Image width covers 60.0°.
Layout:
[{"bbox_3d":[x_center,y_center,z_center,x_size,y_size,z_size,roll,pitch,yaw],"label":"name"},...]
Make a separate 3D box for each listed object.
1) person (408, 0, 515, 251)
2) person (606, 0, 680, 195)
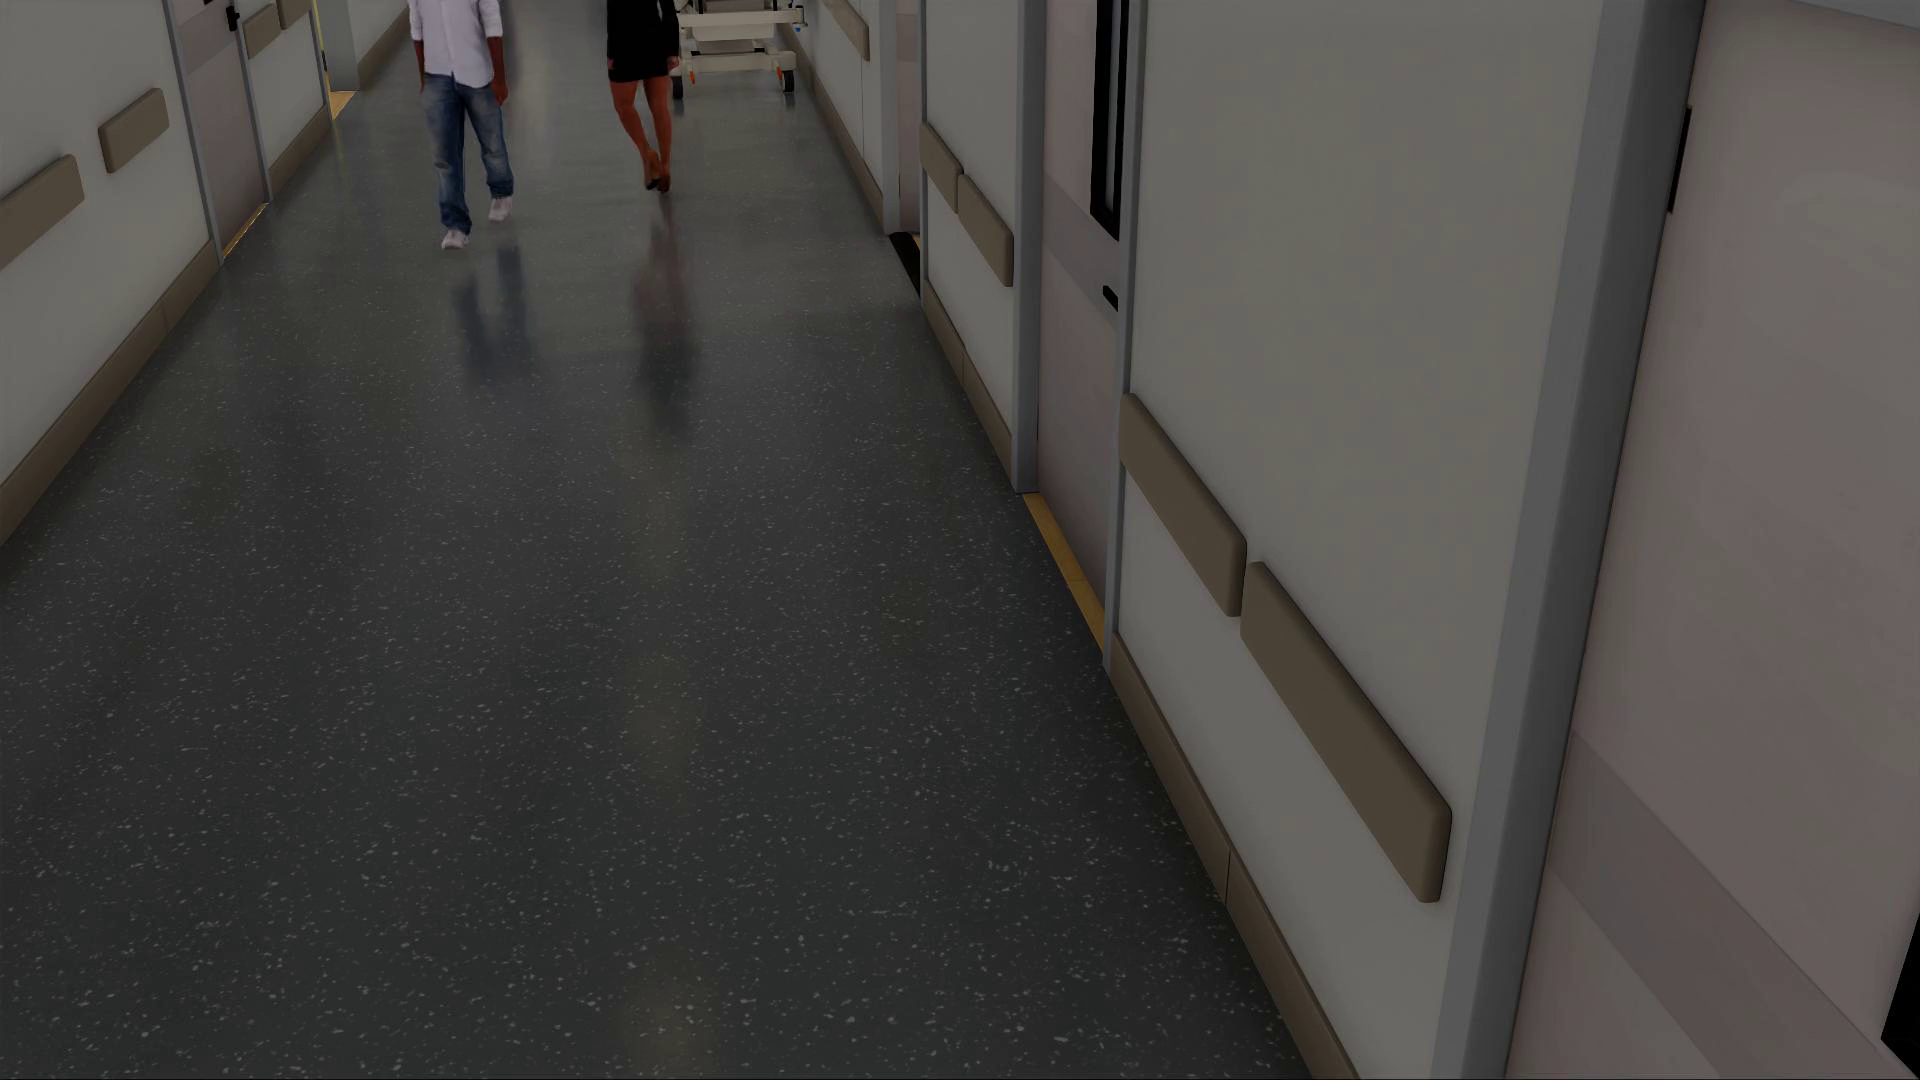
[{"bbox_3d":[-2.590,-2.476,8.749,1.138,1.772,0.822,0,26,-1],"label":"person"},{"bbox_3d":[-1.803,-2.736,9.452,0.714,1.629,0.757,-13,28,-24],"label":"person"}]
